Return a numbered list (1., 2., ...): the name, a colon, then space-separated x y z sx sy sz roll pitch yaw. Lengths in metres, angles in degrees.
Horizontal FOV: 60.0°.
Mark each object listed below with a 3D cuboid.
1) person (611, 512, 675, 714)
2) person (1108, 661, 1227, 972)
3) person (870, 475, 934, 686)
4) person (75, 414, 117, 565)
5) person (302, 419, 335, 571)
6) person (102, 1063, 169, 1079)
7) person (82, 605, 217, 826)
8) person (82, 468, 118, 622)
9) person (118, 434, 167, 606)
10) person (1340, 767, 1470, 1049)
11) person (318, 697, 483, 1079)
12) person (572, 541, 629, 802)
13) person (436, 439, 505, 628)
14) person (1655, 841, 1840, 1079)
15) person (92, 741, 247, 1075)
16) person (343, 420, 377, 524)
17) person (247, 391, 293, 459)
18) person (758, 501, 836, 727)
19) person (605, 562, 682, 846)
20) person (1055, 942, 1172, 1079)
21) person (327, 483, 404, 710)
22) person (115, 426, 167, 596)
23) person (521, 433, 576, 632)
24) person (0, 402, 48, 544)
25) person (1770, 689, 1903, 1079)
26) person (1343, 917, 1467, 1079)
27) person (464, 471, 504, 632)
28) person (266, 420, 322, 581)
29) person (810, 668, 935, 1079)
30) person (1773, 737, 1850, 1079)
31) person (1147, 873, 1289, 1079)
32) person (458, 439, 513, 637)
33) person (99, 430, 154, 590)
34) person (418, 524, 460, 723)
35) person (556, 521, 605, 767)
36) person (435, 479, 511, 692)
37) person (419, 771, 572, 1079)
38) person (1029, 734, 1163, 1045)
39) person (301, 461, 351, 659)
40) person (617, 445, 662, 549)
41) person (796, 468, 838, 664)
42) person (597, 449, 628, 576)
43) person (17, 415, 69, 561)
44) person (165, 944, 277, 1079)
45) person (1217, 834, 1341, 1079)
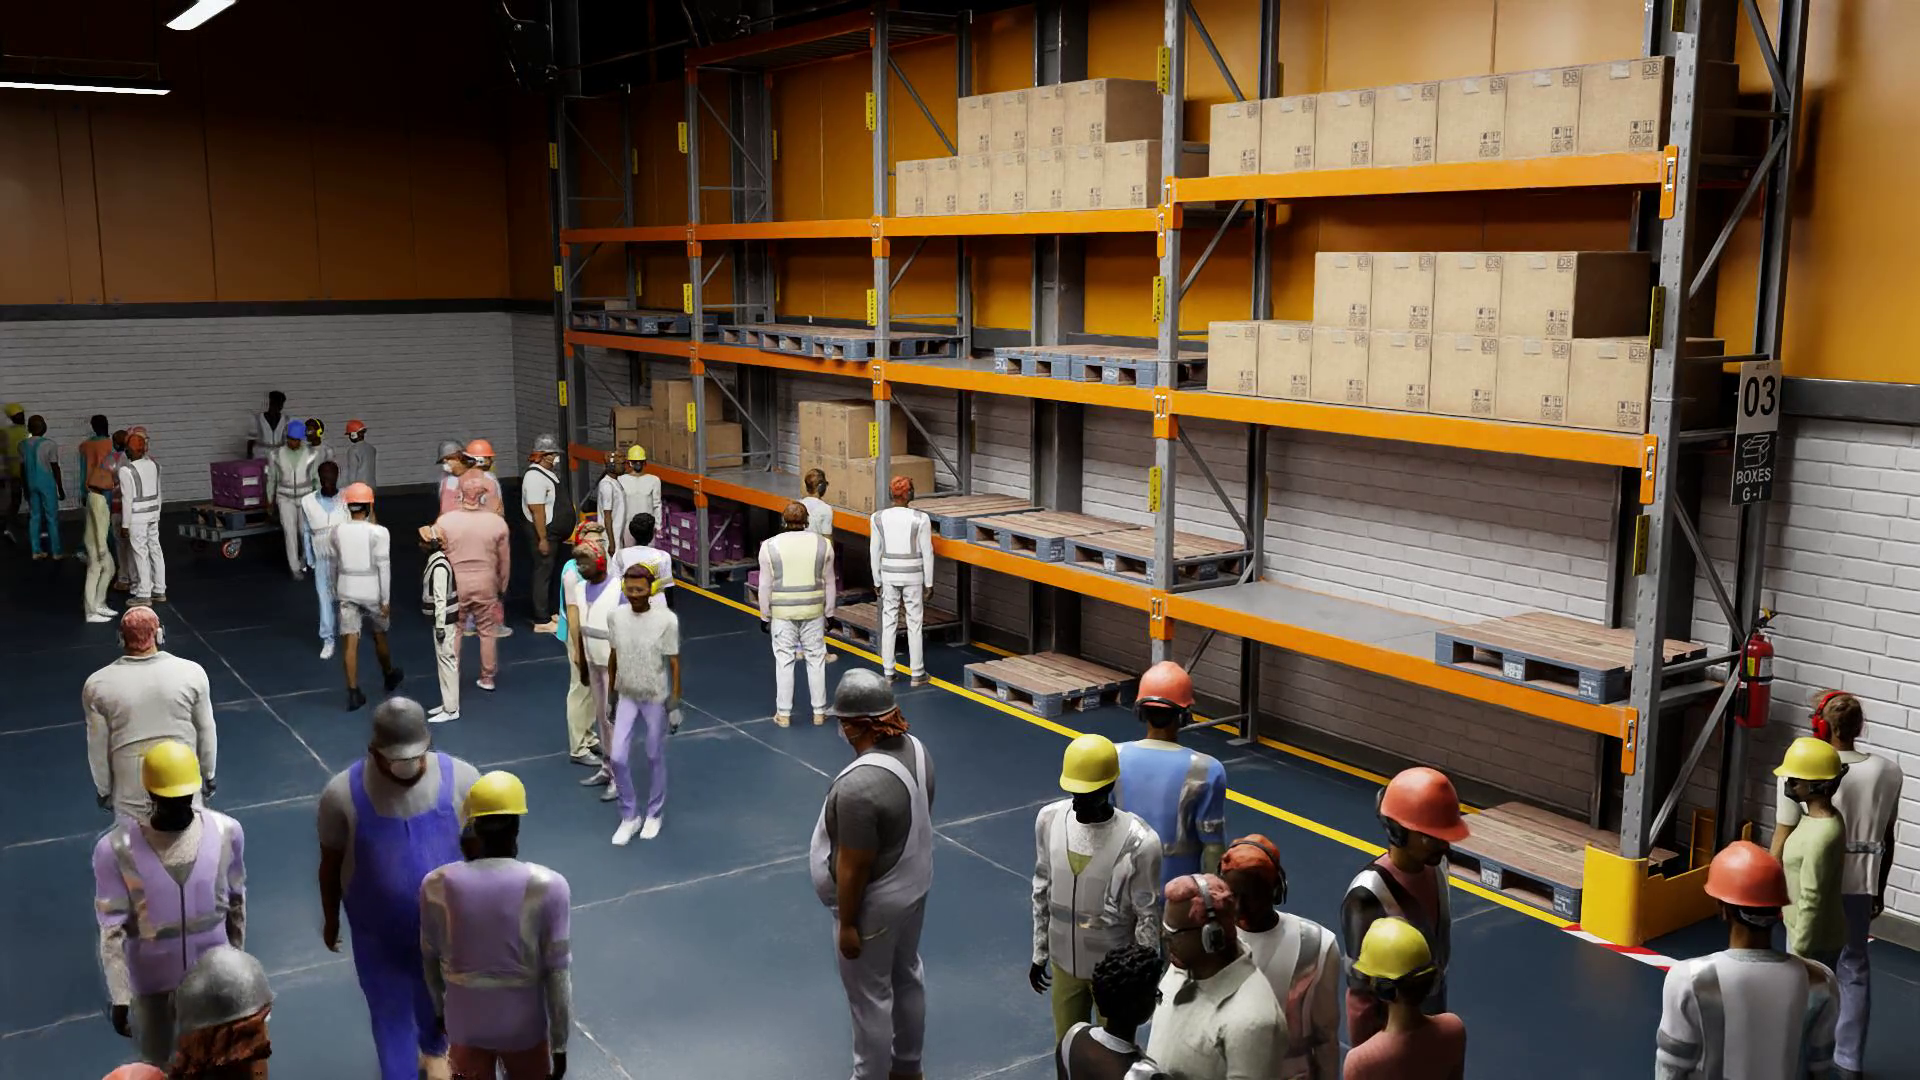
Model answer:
1. person: -2.621 0.611 13.827 0.540 1.698 0.317 2 10 9
2. person: 0.890 1.543 7.394 0.609 2.035 0.415 4 11 23
3. person: -0.505 0.363 14.751 0.575 1.882 0.355 2 10 14
4. person: -10.637 -0.615 20.571 0.602 1.868 0.982 3 10 18
5. person: -7.729 -0.533 20.046 0.518 1.874 0.327 6 11 30
6. person: -2.116 2.208 4.381 0.564 1.717 0.758 0 10 0
7. person: -4.439 1.301 9.174 0.643 1.909 0.411 -5 11 -28
8. person: -9.010 0.050 17.387 0.401 1.609 0.524 -7 12 -34
9. person: -8.951 -0.221 18.181 0.355 1.883 0.575 2 10 12
10. person: 1.601 1.786 5.978 0.409 2.029 0.613 8 13 41
11. person: -2.387 1.561 7.256 0.722 2.000 1.037 -5 11 -26
12. person: -2.515 0.904 11.772 0.599 1.827 0.470 8 12 39
13. person: -4.927 -0.043 16.673 0.748 2.000 0.534 4 11 24
14. person: 2.525 1.927 5.431 0.544 1.930 0.388 1 10 4
15. person: -3.218 1.716 6.834 0.582 1.890 0.976 -7 12 -35
16. person: -7.652 -0.664 21.201 0.355 1.740 0.571 1 10 9
17. person: -9.771 -1.168 23.626 0.640 1.915 0.590 -8 12 -38
18. person: -1.322 0.597 13.497 0.634 1.841 0.429 -2 10 -13
19. person: -2.068 1.064 10.728 0.577 1.846 0.635 2 10 9
20. person: 0.492 2.084 5.218 0.319 1.694 0.533 -6 11 -30
21. person: -5.094 0.447 14.231 0.556 1.884 0.903 0 10 -2
22. person: -9.220 -0.330 18.747 0.399 1.909 0.642 -1 10 -8
23. person: -4.180 -0.089 16.938 0.535 2.000 0.681 -1 10 -7
24. person: -12.495 -0.889 22.200 0.619 1.891 0.812 -3 10 -15
25. person: 3.987 1.603 7.613 0.562 1.838 0.387 0 10 -2
26. person: 1.361 2.043 5.247 0.522 1.764 0.318 -7 12 -36
27. person: -4.891 0.060 16.898 0.528 1.767 0.326 -4 10 -21
28. person: -7.922 -0.504 19.834 0.635 1.905 0.901 -4 11 -24
29. person: -0.403 1.544 7.357 0.535 2.000 0.680 4 11 25
30. person: 3.648 1.713 7.192 0.340 1.760 0.525 5 11 28
31. person: 0.769 1.973 5.282 0.401 1.894 0.654 -3 10 -15
32. person: -4.790 -0.011 16.627 0.612 1.991 0.392 6 12 33
33. person: -9.529 -0.347 19.080 0.431 1.835 0.623 8 13 41
34. person: -4.259 0.677 13.650 0.313 1.634 0.514 -3 10 -19
35. person: -2.818 0.765 12.519 0.396 1.839 0.564 1 10 7
36. person: -4.242 0.408 14.467 0.658 1.890 0.451 -3 10 -17
37. person: -1.753 1.806 6.341 0.611 1.854 1.016 0 10 0
38. person: 0.534 1.708 6.759 0.585 1.918 0.393 7 12 36
39. person: -6.037 0.139 16.121 0.597 1.875 0.966 -2 10 -9
40. person: -3.501 -0.151 18.103 0.528 1.772 0.304 -3 10 -16
41. person: -1.354 0.247 15.576 0.507 1.838 0.345 9 13 42
42. person: -3.567 -0.028 17.196 0.349 1.839 0.499 -1 10 -4
43. person: -11.499 -0.649 20.830 0.509 1.839 0.337 1 10 5
44. person: -1.880 2.032 4.490 0.708 2.000 1.067 6 11 30
45. person: 0.999 1.909 5.704 0.584 1.879 0.374 4 10 21
